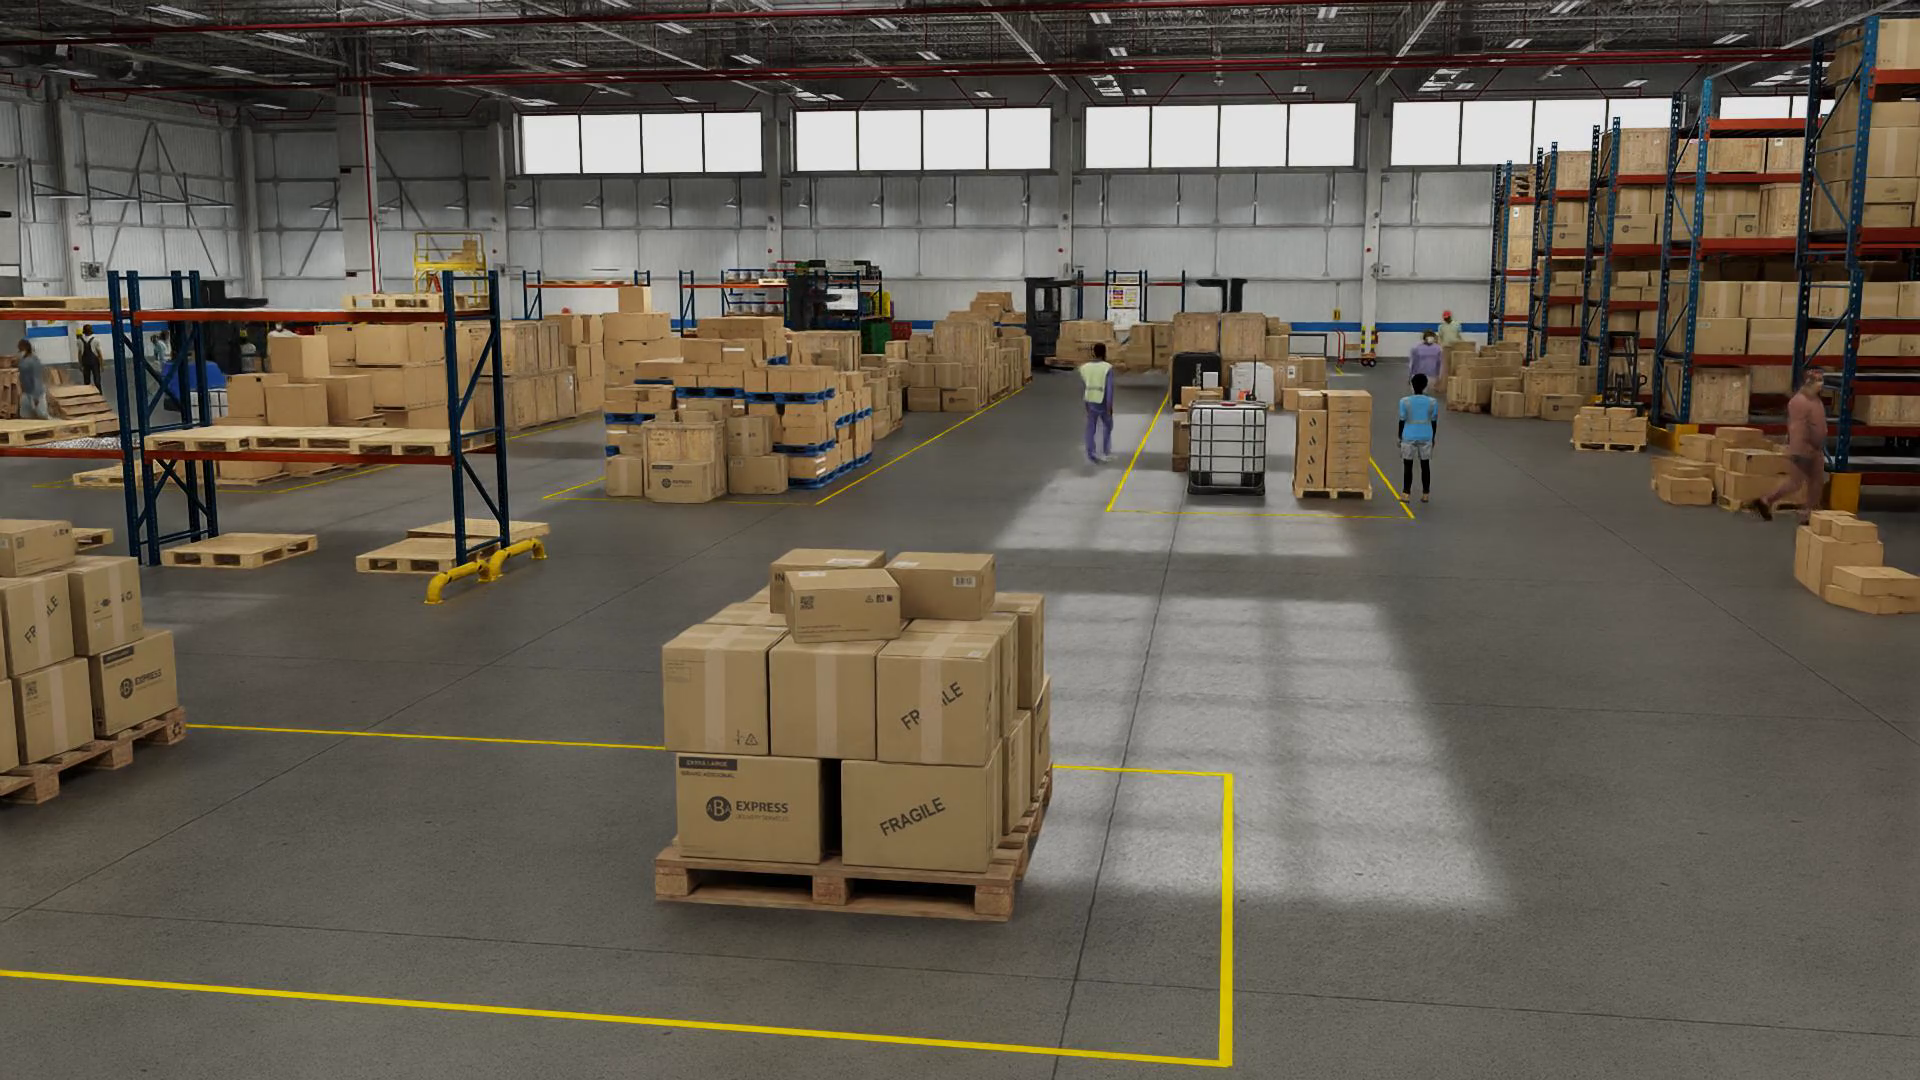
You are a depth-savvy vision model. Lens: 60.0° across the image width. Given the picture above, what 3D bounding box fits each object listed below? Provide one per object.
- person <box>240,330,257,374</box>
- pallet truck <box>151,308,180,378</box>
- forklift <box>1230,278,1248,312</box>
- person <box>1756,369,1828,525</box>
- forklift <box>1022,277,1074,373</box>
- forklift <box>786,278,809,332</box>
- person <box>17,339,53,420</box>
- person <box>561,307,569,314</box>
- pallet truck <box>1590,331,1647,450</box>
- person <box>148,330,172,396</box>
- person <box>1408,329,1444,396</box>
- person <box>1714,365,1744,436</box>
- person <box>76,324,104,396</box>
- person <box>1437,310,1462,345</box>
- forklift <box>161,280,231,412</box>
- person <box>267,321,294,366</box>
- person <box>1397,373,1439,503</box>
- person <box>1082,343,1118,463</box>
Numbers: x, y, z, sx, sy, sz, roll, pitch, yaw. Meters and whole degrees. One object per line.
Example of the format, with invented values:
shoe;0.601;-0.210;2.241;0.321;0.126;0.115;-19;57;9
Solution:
person;-15.691;-3.739;36.508;0.480;1.733;0.332;-3;10;-16
pallet truck;-21.869;-5.598;47.154;0.823;1.965;1.885;4;10;26
forklift;7.155;-5.372;43.048;1.873;2.768;1.129;2;9;9
person;9.980;-1.094;19.747;0.654;1.881;0.726;-8;12;-40
forklift;2.354;-6.441;49.639;1.129;2.768;1.873;-8;12;-41
forklift;-4.121;-5.265;42.387;1.873;2.768;1.129;1;9;9
person;-15.663;-2.455;28.143;0.697;1.889;0.922;7;11;36
person;-11.729;-5.954;49.535;0.552;1.935;0.373;-7;12;-38
pallet truck;11.253;-2.573;28.499;0.823;1.965;1.885;5;10;27
person;-19.256;-4.264;40.143;0.821;1.599;0.510;2;9;12
person;9.055;-3.115;32.140;0.627;1.897;0.941;-1;9;-9
person;13.725;-2.773;29.888;0.662;1.938;0.610;1;9;5
person;-19.354;-3.882;37.040;0.508;1.846;0.345;-2;9;-14
person;13.318;-5.265;45.242;0.658;1.955;0.552;3;10;16
forklift;-15.980;-4.153;35.530;1.129;2.768;1.873;9;13;43
person;-15.978;-4.263;39.163;0.643;1.927;0.430;-1;9;-3
person;5.967;-1.325;21.725;0.541;1.696;0.315;0;9;-2
person;2.249;-2.171;26.318;0.627;1.891;0.761;7;12;38
